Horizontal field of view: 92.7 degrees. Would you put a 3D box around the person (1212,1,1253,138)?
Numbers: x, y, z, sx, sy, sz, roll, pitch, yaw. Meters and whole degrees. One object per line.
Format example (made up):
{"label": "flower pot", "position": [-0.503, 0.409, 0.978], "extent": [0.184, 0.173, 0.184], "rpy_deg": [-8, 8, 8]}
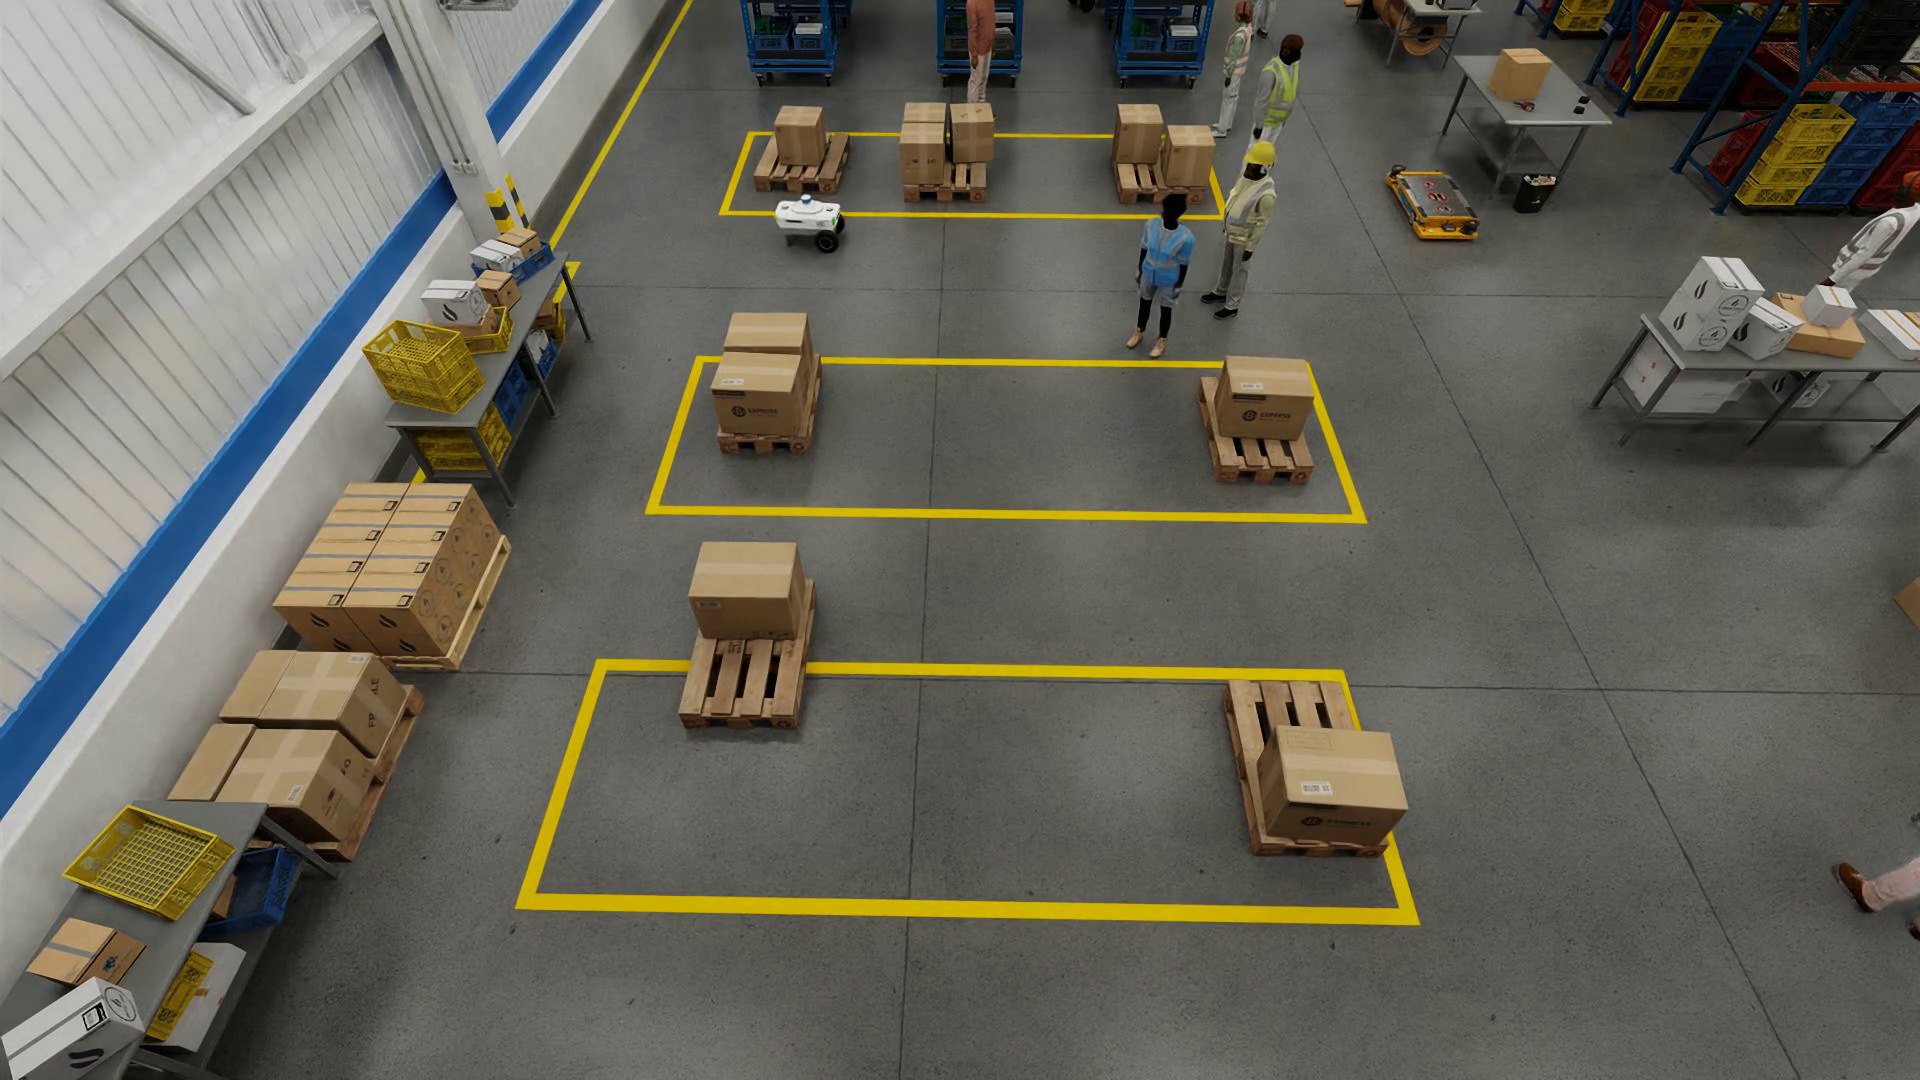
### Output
{"label": "person", "position": [3.547, -6.081, 11.885], "extent": [0.313, 1.634, 0.514], "rpy_deg": [19, 52, 16]}

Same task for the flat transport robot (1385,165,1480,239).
{"label": "flat transport robot", "position": [5.692, -4.094, 11.059], "extent": [0.652, 0.197, 1.431], "rpy_deg": [1, 49, 1]}

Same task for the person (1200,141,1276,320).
{"label": "person", "position": [2.800, -3.076, 9.150], "extent": [0.404, 1.837, 0.590], "rpy_deg": [-11, 50, -9]}

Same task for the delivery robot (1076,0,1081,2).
{"label": "delivery robot", "position": [2.237, -9.259, 15.283], "extent": [0.707, 0.478, 0.477], "rpy_deg": [-20, 52, -17]}

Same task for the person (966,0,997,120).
{"label": "person", "position": [0.287, -6.434, 11.951], "extent": [0.375, 1.997, 0.612], "rpy_deg": [20, 52, 16]}

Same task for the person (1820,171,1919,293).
{"label": "person", "position": [8.439, -2.571, 8.680], "extent": [0.574, 1.887, 0.355], "rpy_deg": [-26, 54, -21]}

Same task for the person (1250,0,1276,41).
{"label": "person", "position": [4.679, -8.662, 13.918], "extent": [0.629, 1.940, 0.379], "rpy_deg": [-11, 50, -10]}

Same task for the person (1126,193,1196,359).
{"label": "person", "position": [1.922, -2.515, 8.762], "extent": [0.534, 1.689, 0.319], "rpy_deg": [31, 56, 24]}

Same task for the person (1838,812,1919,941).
{"label": "person", "position": [5.796, 1.658, 5.027], "extent": [0.716, 1.882, 0.397], "rpy_deg": [29, 55, 23]}

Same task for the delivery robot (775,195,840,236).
{"label": "delivery robot", "position": [-1.736, -3.690, 10.463], "extent": [0.707, 0.478, 0.477], "rpy_deg": [4, 49, 3]}

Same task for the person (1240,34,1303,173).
{"label": "person", "position": [3.670, -4.978, 10.794], "extent": [0.625, 1.840, 0.430], "rpy_deg": [-35, 58, -26]}
